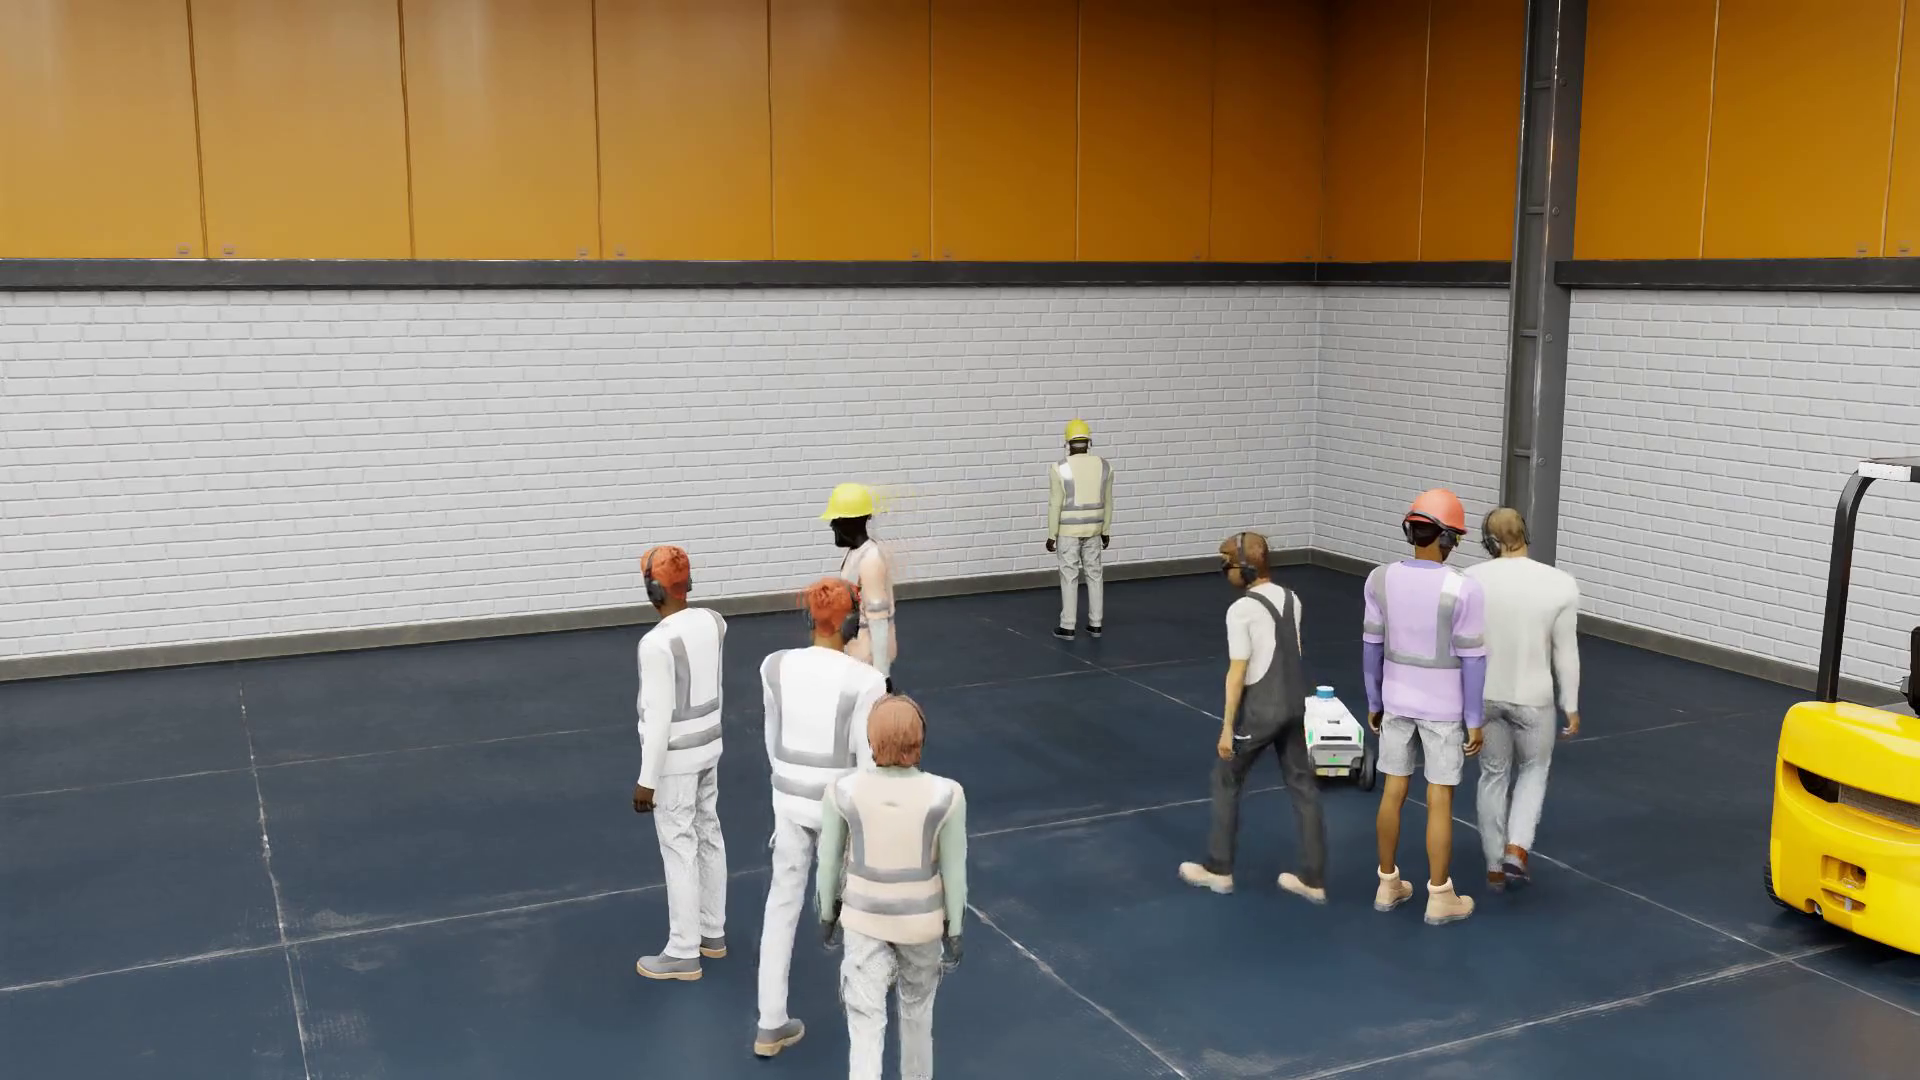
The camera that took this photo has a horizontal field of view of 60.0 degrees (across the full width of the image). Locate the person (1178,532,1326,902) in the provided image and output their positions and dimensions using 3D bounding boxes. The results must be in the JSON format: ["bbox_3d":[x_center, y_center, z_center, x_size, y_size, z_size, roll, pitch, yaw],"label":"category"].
[{"bbox_3d":[1.419,0.857,8.039,0.526,1.799,0.711,-7,11,-36],"label":"person"}]

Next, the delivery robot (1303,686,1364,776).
[{"bbox_3d":[2.175,1.118,9.939,0.477,0.478,0.707,0,9,1],"label":"delivery robot"}]

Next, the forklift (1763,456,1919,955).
[{"bbox_3d":[4.857,0.731,7.561,2.313,2.155,1.214,-4,10,-25],"label":"forklift"}]

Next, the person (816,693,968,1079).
[{"bbox_3d":[-0.237,1.327,5.688,0.528,1.605,0.821,0,9,1],"label":"person"}]

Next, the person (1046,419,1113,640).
[{"bbox_3d":[0.976,-0.088,13.765,0.600,1.827,0.404,-4,10,-24],"label":"person"}]

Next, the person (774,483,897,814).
[{"bbox_3d":[-0.643,0.627,9.151,0.906,1.888,0.598,-1,9,-5],"label":"person"}]

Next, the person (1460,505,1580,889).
[{"bbox_3d":[2.687,0.787,8.126,0.667,1.899,0.461,4,10,24],"label":"person"}]

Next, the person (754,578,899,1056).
[{"bbox_3d":[-0.546,1.063,6.647,0.581,1.836,0.965,3,10,20],"label":"person"}]

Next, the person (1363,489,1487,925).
[{"bbox_3d":[2.184,0.773,7.799,0.605,2.034,0.389,9,13,43],"label":"person"}]

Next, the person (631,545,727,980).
[{"bbox_3d":[-1.208,0.949,7.162,0.353,1.886,0.572,4,10,21],"label":"person"}]
